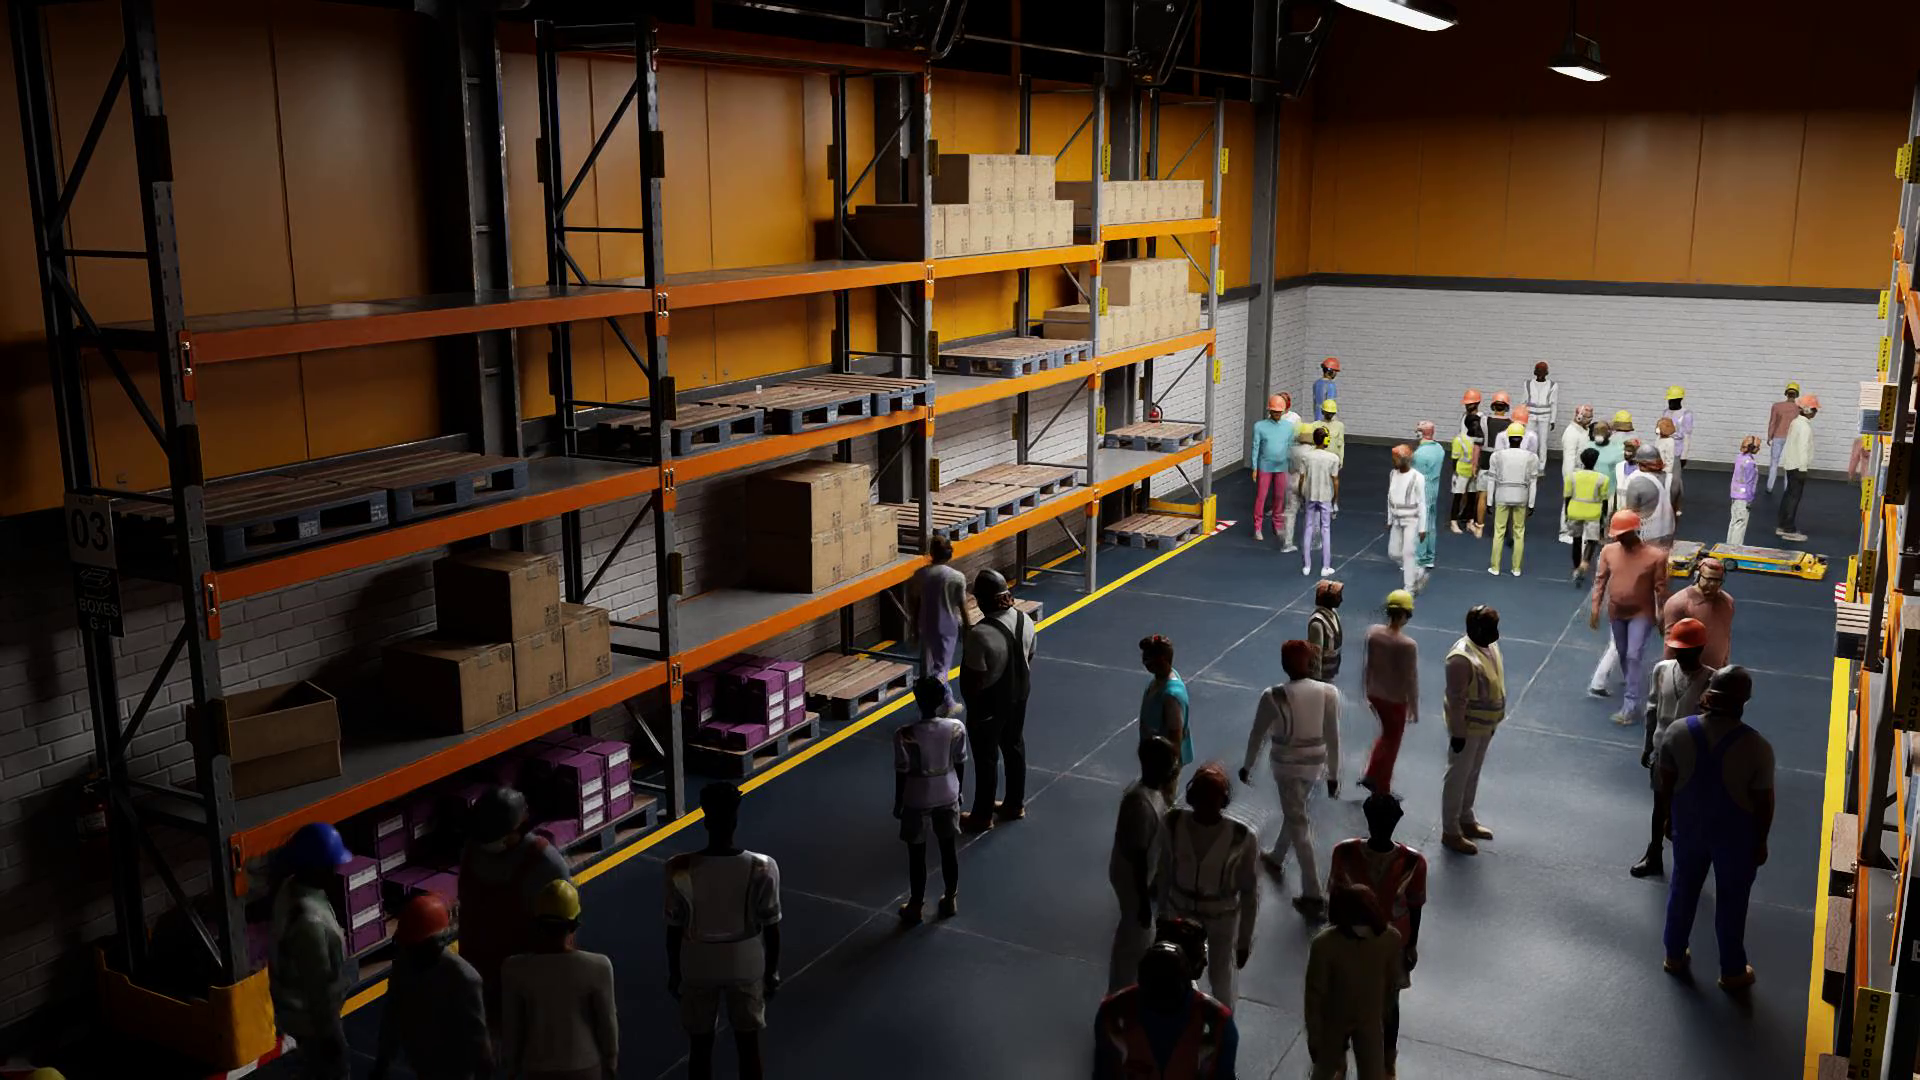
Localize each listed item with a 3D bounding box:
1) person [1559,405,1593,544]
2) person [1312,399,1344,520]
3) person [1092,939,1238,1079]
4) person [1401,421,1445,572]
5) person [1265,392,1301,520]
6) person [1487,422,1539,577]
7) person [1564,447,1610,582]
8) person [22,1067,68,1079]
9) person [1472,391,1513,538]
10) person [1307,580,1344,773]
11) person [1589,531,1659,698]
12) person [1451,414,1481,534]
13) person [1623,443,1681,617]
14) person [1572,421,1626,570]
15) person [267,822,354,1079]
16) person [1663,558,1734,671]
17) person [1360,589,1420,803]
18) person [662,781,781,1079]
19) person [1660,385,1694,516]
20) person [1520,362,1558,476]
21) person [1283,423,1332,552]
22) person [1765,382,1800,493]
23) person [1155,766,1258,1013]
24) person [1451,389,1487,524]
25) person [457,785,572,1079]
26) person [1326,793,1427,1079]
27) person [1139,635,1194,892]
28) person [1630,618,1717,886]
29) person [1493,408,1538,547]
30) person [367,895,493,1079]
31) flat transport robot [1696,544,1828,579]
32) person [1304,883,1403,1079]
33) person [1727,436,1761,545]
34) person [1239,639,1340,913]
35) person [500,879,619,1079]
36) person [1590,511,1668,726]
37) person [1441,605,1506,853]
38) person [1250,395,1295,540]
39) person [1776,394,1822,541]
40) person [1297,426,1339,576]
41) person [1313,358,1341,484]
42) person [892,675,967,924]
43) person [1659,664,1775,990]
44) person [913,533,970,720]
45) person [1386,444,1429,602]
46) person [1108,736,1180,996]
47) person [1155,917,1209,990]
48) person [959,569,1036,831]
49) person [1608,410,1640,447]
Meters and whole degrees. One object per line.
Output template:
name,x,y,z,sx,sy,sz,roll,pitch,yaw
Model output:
person,8.320,-0.883,22.409,0.401,1.894,0.653,9,15,35
person,5.261,-1.153,23.908,0.525,1.761,0.340,-1,13,-4
person,0.865,2.562,7.111,0.629,1.834,0.431,2,13,8
person,5.786,-0.544,20.852,0.403,1.904,0.651,10,16,38
person,4.685,-1.225,24.057,0.390,1.837,0.561,-9,15,-34
person,6.829,-0.499,20.614,0.585,1.921,0.396,3,13,12
person,7.604,-0.293,20.250,0.540,1.681,0.615,7,15,30
person,-3.282,2.794,6.077,0.600,1.827,0.404,3,13,11
person,7.300,-1.017,22.692,0.613,2.033,0.411,4,13,16
person,3.046,1.129,13.992,0.314,1.632,0.523,7,14,29
person,6.364,0.654,15.938,0.862,1.706,0.555,-5,13,-20
person,7.021,-0.910,22.996,0.533,1.682,0.351,-4,13,-16
person,7.654,-0.096,18.540,0.695,2.000,0.538,-5,14,-22
person,8.110,-0.580,21.070,0.632,1.890,1.008,9,15,34
person,-3.206,2.289,8.121,0.577,1.924,0.599,-6,14,-25
person,6.042,1.078,13.601,0.637,1.904,0.403,-4,13,-16
person,3.435,1.249,13.185,0.381,1.740,0.567,-6,14,-24
person,-1.212,2.182,8.539,0.598,1.958,0.373,-2,13,-7
person,10.363,-1.295,24.191,0.399,1.917,0.595,-3,13,-14
person,9.504,-1.989,27.372,0.581,1.882,0.351,6,14,24
person,4.611,-0.701,21.999,0.825,1.699,0.516,-9,15,-34
person,12.830,-1.577,25.826,0.529,1.752,0.341,5,13,20
person,1.291,2.127,9.040,0.603,1.836,0.955,6,14,24
person,7.272,-1.199,23.727,0.386,1.930,0.545,-5,13,-21
person,-2.324,2.152,8.474,0.716,2.000,0.821,5,14,22
person,2.260,2.185,9.099,0.534,1.698,0.318,4,13,16
person,1.429,1.549,11.633,0.392,1.837,0.563,-1,13,-4
person,5.054,1.486,11.686,0.359,1.936,0.552,-10,16,-39
person,7.473,-0.878,22.454,0.574,1.872,1.021,4,13,16
person,-2.503,2.470,7.795,0.558,1.708,0.845,11,16,39
flat transport robot,10.116,0.251,20.983,1.431,0.197,0.652,8,15,31
person,1.955,2.425,8.276,0.538,1.577,0.872,-2,13,-7
person,10.102,-0.540,21.454,0.315,1.631,0.525,2,13,9
person,2.321,1.592,11.492,0.594,1.836,1.020,-4,13,-17
person,-1.870,2.441,7.823,0.532,1.761,0.345,-1,13,-7
person,6.082,0.701,15.208,0.904,1.931,0.635,-12,18,-44
person,3.829,1.378,12.389,0.430,1.845,0.624,11,16,39
person,4.258,-0.982,22.614,0.622,1.989,0.399,-2,13,-10
person,11.455,-1.001,22.694,0.396,1.992,0.622,4,13,15
person,4.444,-0.481,20.662,0.513,1.866,0.331,5,14,23
person,5.881,-1.905,26.657,0.391,2.034,0.605,-4,13,-16
person,-0.206,1.729,11.143,0.540,1.696,0.316,-6,14,-24
person,4.701,1.743,10.304,0.536,2.000,0.675,-12,17,-43
person,-0.186,0.832,14.933,0.526,1.806,0.960,6,14,26
person,5.259,-0.200,19.393,0.538,1.869,0.658,-6,14,-25
person,1.059,2.002,9.653,0.420,1.826,0.516,3,13,13
person,0.908,2.512,7.300,0.379,1.844,0.570,4,13,16
person,0.239,1.197,12.752,0.535,2.000,0.679,12,17,43
person,9.074,-0.919,22.909,0.484,1.738,0.320,-3,13,-13
